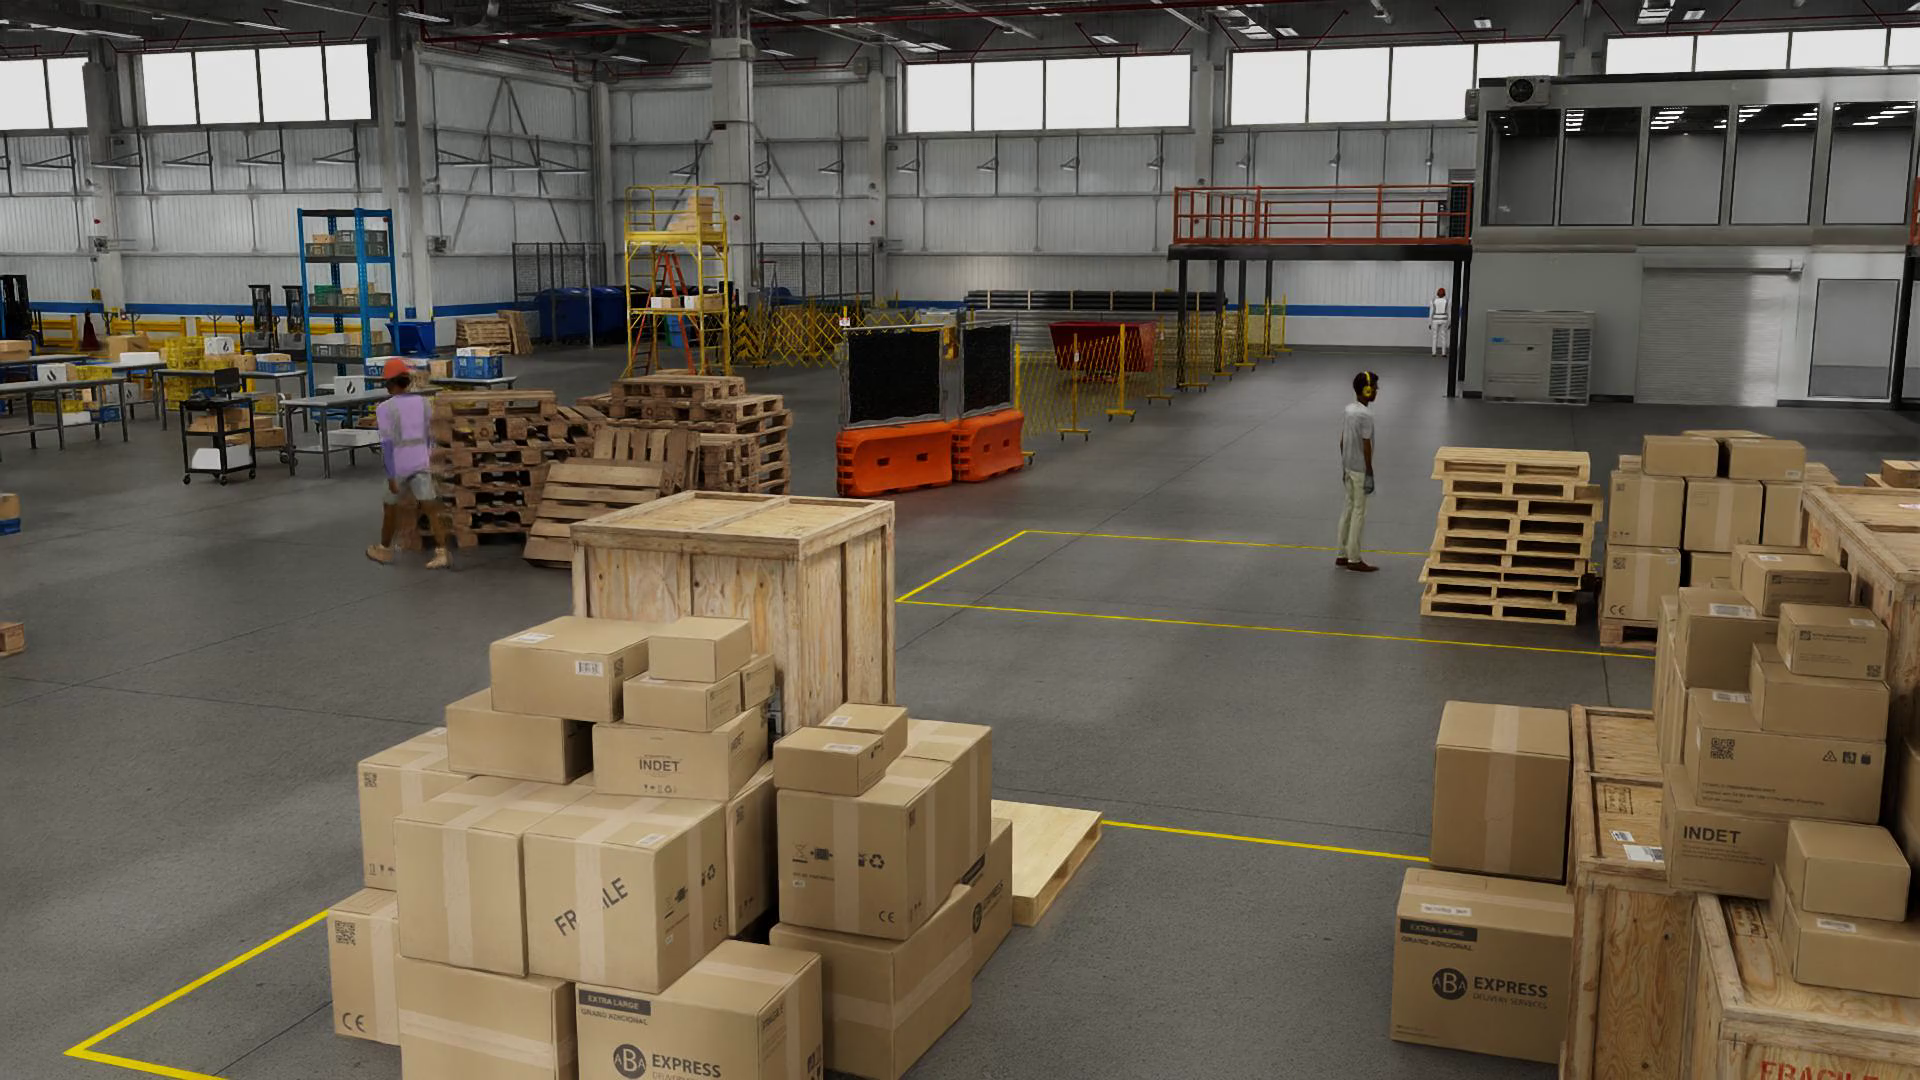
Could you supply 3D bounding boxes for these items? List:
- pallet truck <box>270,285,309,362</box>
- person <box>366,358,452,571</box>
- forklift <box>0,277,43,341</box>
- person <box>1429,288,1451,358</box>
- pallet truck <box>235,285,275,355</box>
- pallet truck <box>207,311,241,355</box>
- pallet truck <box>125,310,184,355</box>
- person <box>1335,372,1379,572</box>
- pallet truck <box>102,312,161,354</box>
[{"bbox_3d":[-17.147,-5.700,43.663,0.823,1.965,1.885,3,11,17],"label":"pallet truck"},{"bbox_3d":[-5.190,-0.699,15.557,1.102,1.988,0.613,8,13,37],"label":"person"},{"bbox_3d":[-27.151,-6.329,46.328,1.157,1.987,2.680,3,11,17],"label":"forklift"},{"bbox_3d":[12.900,-5.823,44.680,0.573,1.883,0.356,3,11,18],"label":"person"},{"bbox_3d":[-18.327,-5.835,44.421,0.823,1.965,1.885,4,11,23],"label":"pallet truck"},{"bbox_3d":[-19.537,-5.575,44.913,0.653,1.274,1.630,3,11,19],"label":"pallet truck"},{"bbox_3d":[-22.038,-5.665,45.457,0.704,1.261,1.522,3,11,17],"label":"pallet truck"},{"bbox_3d":[3.719,-0.635,15.512,0.309,1.864,0.535,-2,10,-12],"label":"person"},{"bbox_3d":[-23.057,-5.777,46.261,0.680,1.201,1.601,3,11,19],"label":"pallet truck"}]
